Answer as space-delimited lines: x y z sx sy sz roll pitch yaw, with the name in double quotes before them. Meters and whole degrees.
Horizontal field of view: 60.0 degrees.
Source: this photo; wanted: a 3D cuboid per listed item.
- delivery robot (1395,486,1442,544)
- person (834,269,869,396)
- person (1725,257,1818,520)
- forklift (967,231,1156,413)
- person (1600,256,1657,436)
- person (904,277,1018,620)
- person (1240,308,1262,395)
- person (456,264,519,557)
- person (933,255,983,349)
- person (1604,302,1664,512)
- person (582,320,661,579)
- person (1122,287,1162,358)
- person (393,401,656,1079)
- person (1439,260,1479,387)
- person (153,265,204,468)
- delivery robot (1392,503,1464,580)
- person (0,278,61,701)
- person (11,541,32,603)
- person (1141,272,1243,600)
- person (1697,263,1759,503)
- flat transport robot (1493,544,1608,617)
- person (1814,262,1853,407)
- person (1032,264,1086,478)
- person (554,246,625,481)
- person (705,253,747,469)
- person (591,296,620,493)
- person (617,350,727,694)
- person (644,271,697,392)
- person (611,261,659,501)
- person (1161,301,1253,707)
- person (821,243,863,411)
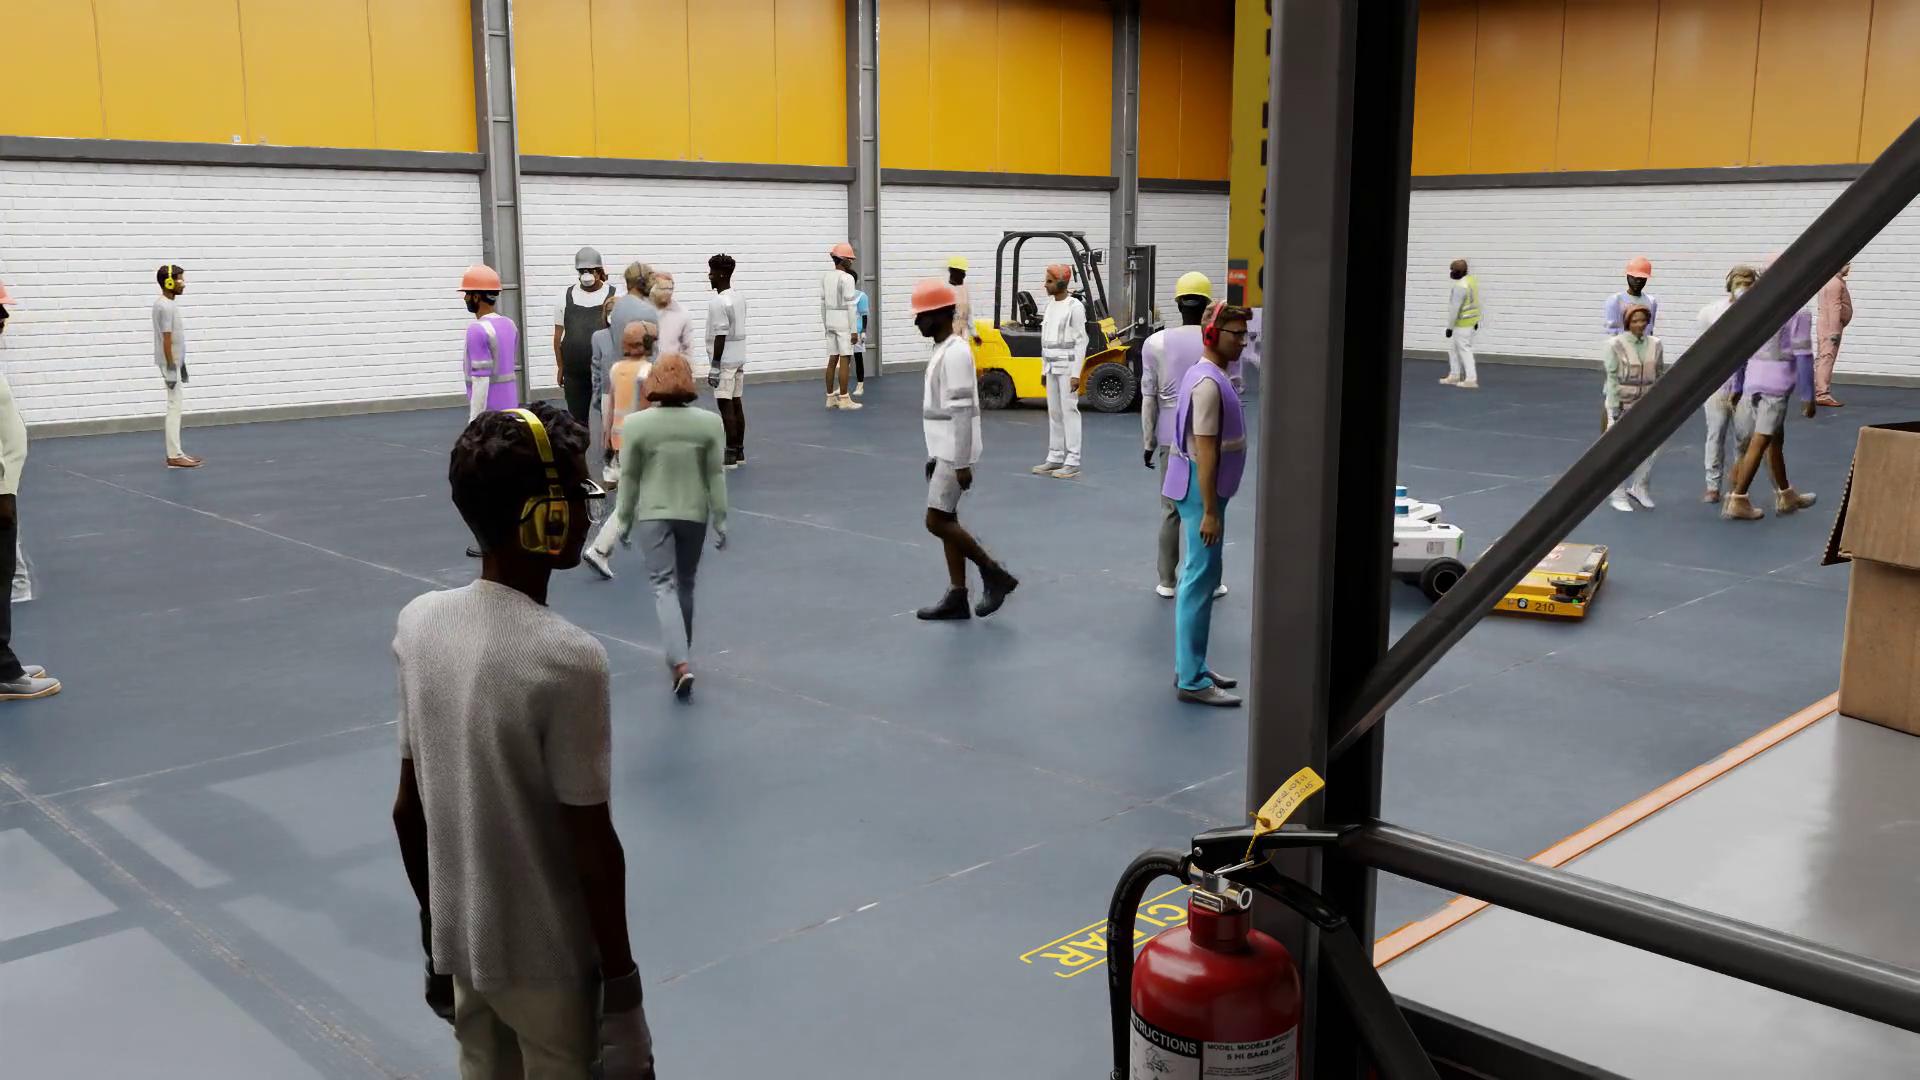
"delivery robot" 2.746 -0.093 10.452 0.477 0.478 0.707 8 13 37
"person" -1.461 -2.763 22.145 0.533 1.698 0.322 6 12 28
"person" 6.206 -1.143 12.456 0.965 2.005 0.643 -2 11 -12
"forklift" 1.222 -2.721 20.561 2.313 2.155 1.214 2 11 13
"person" 6.303 -1.688 15.639 0.547 1.934 0.376 -3 11 -17
"person" -0.038 -0.493 9.209 0.539 1.902 0.552 -1 10 -5
"person" 3.876 -2.856 22.156 0.734 1.886 0.646 -1 10 -3
"person" -3.139 -0.852 11.070 0.361 1.939 0.543 2 11 9
"person" -0.101 -2.440 19.824 0.505 1.901 0.601 7 13 34
"person" 5.184 -1.010 12.796 0.516 1.625 0.407 -1 10 -8
"person" -2.076 -0.584 10.503 0.807 1.599 0.530 -10 14 -44
"person" 2.511 -2.837 22.271 0.971 1.788 0.510 -5 11 -24
"person" -0.710 0.706 2.766 0.532 1.868 0.310 8 13 36
"person" 7.004 -3.030 23.347 0.639 1.793 0.698 5 11 24
"person" -7.245 -1.597 15.355 0.333 1.861 0.543 -5 12 -26
"delivery robot" 2.581 0.025 9.804 0.707 0.478 0.477 1 10 3
"person" -4.474 -0.258 7.673 0.384 1.993 0.623 -8 13 -37
"person" -5.744 -0.436 9.391 0.830 1.707 0.513 -8 13 -39
"person" 1.353 -0.600 9.747 0.585 1.920 0.374 2 11 12
"person" 6.245 -1.263 13.393 0.625 1.922 0.621 6 12 29
"flat transport robot" 3.448 0.197 9.896 0.652 0.197 1.431 5 12 25
"person" 10.960 -2.635 20.875 0.404 1.911 0.636 3 11 18
"person" 0.894 -1.489 14.712 0.354 1.876 0.576 -6 12 -28
"person" -3.182 -1.517 14.415 0.682 2.000 0.537 -1 10 -4
"person" -2.156 -1.638 15.278 0.367 1.966 0.606 2 11 11
"person" -2.803 -1.189 13.738 0.501 1.633 0.281 2 11 12
"person" -1.348 -0.089 7.851 0.508 1.600 0.812 -4 11 -21
"person" -2.711 -1.490 14.900 0.648 1.825 1.076 -6 12 -29
"person" -2.560 -1.234 13.182 0.383 1.942 0.639 -7 12 -33
"person" 1.124 -0.173 7.641 0.391 1.838 0.564 2 11 8
"person" -1.438 -2.607 20.358 0.395 2.038 0.614 -9 14 -40
